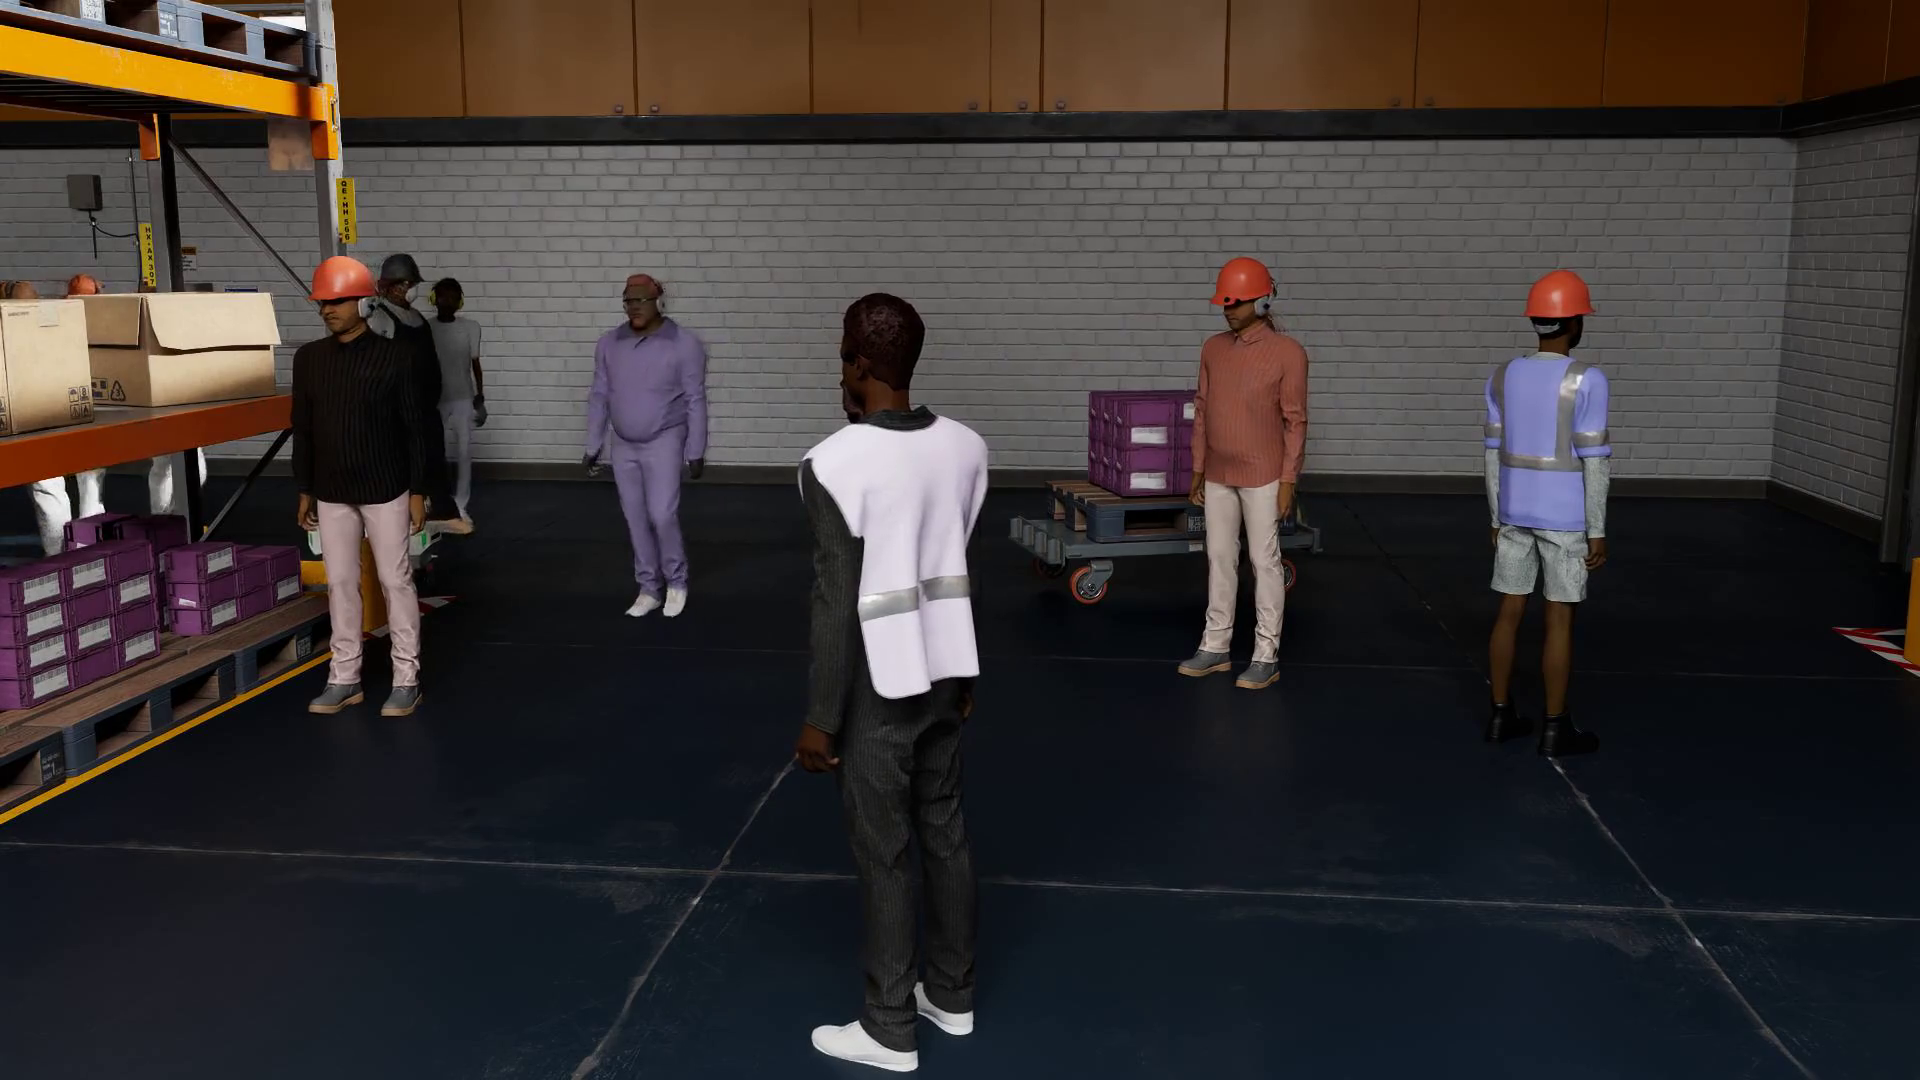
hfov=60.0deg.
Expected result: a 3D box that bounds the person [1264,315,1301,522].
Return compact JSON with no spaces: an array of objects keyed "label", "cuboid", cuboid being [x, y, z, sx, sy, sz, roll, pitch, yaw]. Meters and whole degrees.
[{"label":"person","cuboid":[2.062,-0.800,11.697,0.861,1.586,0.504,-1,10,-6]}]

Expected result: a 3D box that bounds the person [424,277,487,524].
[{"label":"person","cuboid":[-3.829,-1.046,12.442,0.569,1.834,0.708,-2,10,-11]}]

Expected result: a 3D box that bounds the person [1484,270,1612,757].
[{"label":"person","cuboid":[2.359,-0.102,6.680,0.354,1.942,0.545,-8,12,-37]}]

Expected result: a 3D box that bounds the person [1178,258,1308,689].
[{"label":"person","cuboid":[1.308,-0.306,7.723,0.393,1.985,0.611,-9,14,-43]}]

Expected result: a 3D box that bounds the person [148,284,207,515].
[{"label":"person","cuboid":[-5.189,-0.789,10.976,0.433,1.817,0.715,-4,11,-22]}]

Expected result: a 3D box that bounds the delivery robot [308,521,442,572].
[{"label":"delivery robot","cuboid":[-3.423,0.006,9.758,0.707,0.478,0.477,0,10,-1]}]

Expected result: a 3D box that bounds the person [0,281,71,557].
[{"label":"person","cuboid":[-5.533,-0.618,9.928,0.430,1.840,0.626,-4,11,-23]}]

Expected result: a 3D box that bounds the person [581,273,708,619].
[{"label":"person","cuboid":[-1.739,-0.503,9.119,0.654,1.892,0.484,3,10,18]}]

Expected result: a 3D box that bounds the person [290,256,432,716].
[{"label":"person","cuboid":[-2.595,-0.218,7.191,0.616,1.993,0.395,2,10,9]}]

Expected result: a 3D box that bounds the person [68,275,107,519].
[{"label":"person","cuboid":[-5.770,-0.836,11.142,0.575,1.849,0.863,1,10,6]}]

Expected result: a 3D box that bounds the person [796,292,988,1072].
[{"label":"person","cuboid":[-0.153,0.358,4.116,0.389,1.918,0.590,8,13,40]}]

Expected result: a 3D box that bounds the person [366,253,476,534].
[{"label":"person","cuboid":[-3.952,-1.039,11.758,0.867,2.000,0.682,4,11,21]}]
